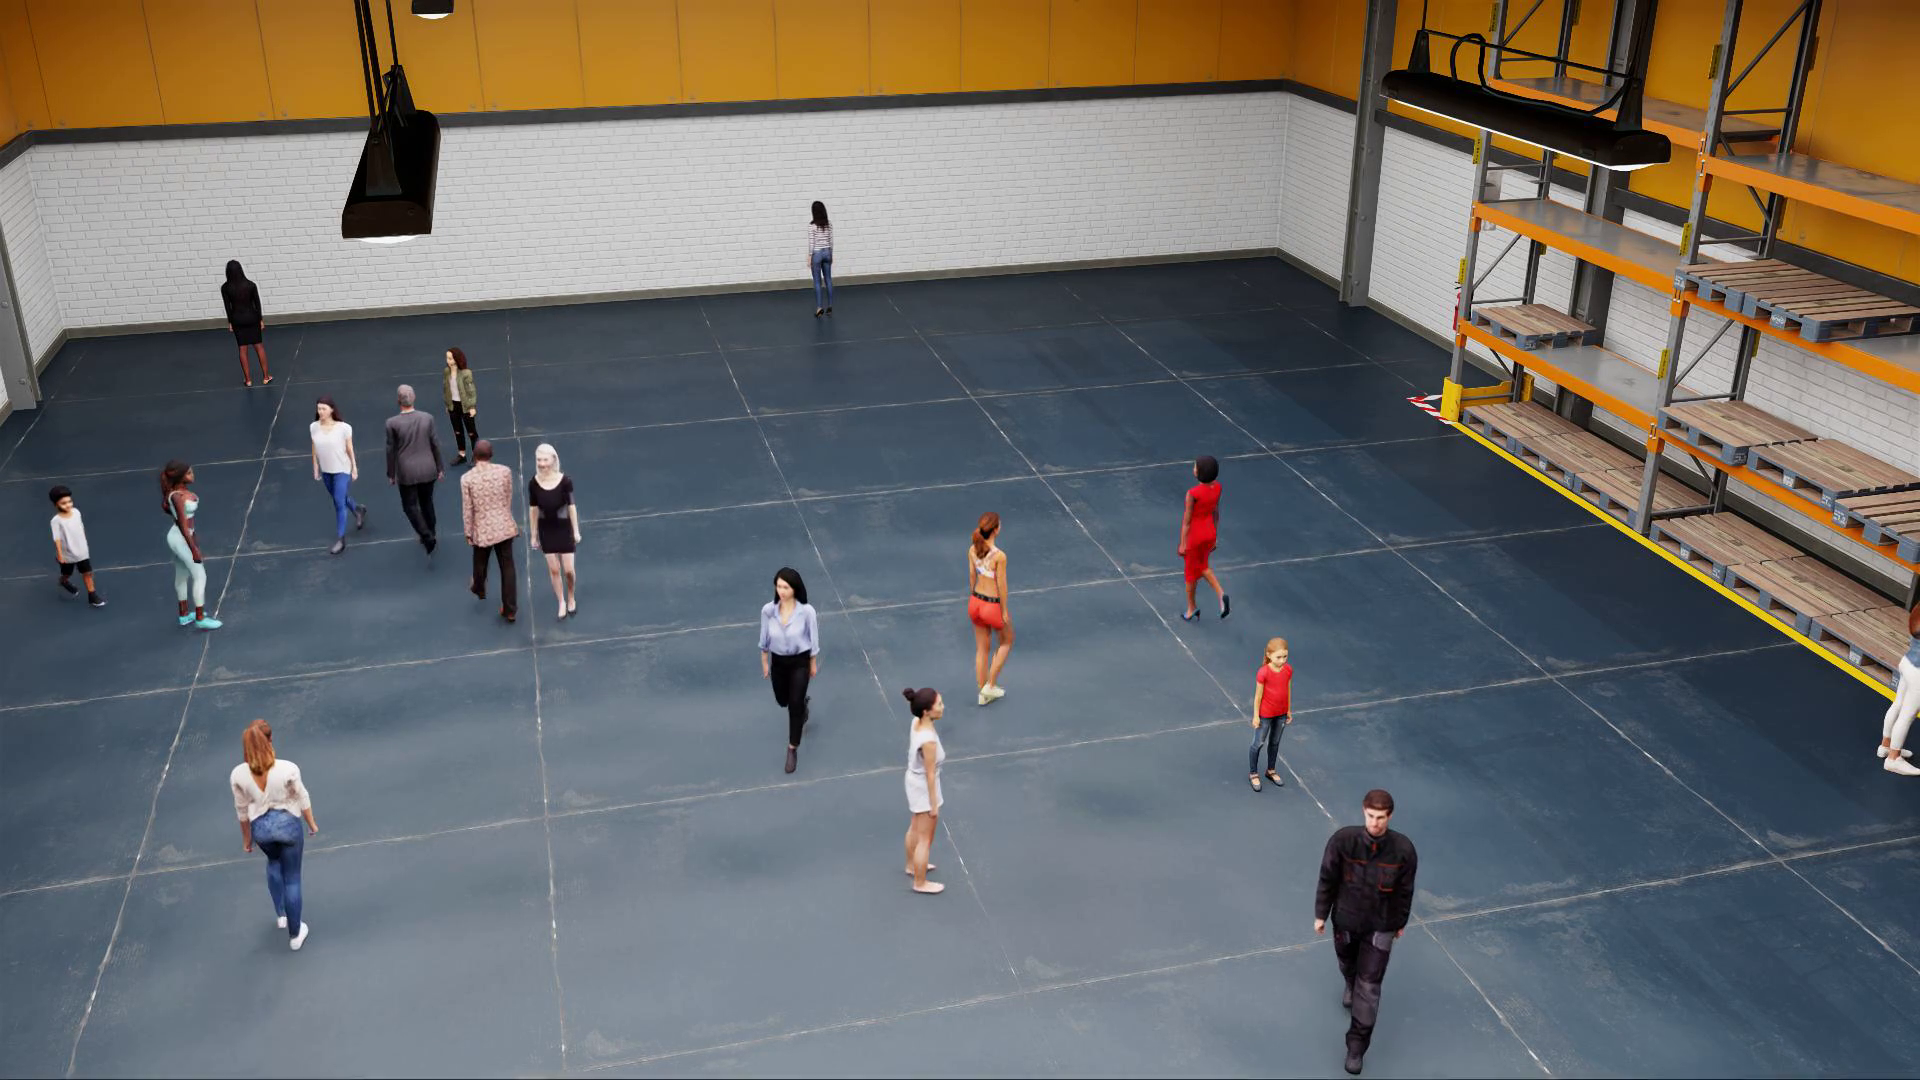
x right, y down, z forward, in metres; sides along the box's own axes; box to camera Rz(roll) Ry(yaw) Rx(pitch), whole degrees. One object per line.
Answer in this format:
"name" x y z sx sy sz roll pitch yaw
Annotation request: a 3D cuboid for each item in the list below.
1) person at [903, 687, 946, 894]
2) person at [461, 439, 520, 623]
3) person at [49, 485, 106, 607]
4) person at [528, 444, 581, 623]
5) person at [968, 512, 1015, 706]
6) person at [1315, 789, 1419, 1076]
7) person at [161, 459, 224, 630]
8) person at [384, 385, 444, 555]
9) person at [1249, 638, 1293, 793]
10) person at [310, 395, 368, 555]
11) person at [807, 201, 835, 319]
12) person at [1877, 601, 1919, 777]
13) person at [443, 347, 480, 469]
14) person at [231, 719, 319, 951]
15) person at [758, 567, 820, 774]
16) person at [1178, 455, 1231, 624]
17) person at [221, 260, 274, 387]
"person" -0.267 1.776 11.962 0.602 1.610 0.429 -5 24 -12
"person" -4.450 -0.054 15.954 0.869 1.766 1.198 -14 27 -29
"person" -8.773 0.050 16.375 0.890 1.238 0.820 12 26 25
"person" -3.863 -0.087 15.965 0.665 1.817 0.670 -2 24 -4
"person" 0.195 0.631 14.364 0.702 1.784 0.780 18 30 36
"person" 2.546 2.338 10.439 1.152 1.799 1.296 9 25 19
"person" -7.396 0.040 15.812 0.630 1.707 0.574 -11 26 -23
"person" -5.664 -0.695 17.361 0.946 1.813 1.091 -13 27 -27
"person" 2.485 1.365 13.277 0.507 1.309 0.500 -8 25 -18
"person" -6.569 -0.729 17.636 0.924 1.656 1.184 4 24 9
"person" -2.148 -4.342 25.726 0.645 1.796 0.596 -15 28 -30
"person" 7.738 1.068 13.467 0.750 1.703 0.630 6 24 13
"person" -5.946 -1.593 19.839 0.651 1.475 0.677 8 25 19
"person" -4.634 2.032 11.253 0.673 1.708 0.726 -1 24 -3
"person" -1.355 1.000 13.597 0.919 1.722 1.131 4 24 9
"person" 2.335 0.039 15.789 0.773 1.728 0.906 -20 30 -37
"person" -9.741 -2.966 22.672 0.629 1.721 0.534 -8 25 -18
